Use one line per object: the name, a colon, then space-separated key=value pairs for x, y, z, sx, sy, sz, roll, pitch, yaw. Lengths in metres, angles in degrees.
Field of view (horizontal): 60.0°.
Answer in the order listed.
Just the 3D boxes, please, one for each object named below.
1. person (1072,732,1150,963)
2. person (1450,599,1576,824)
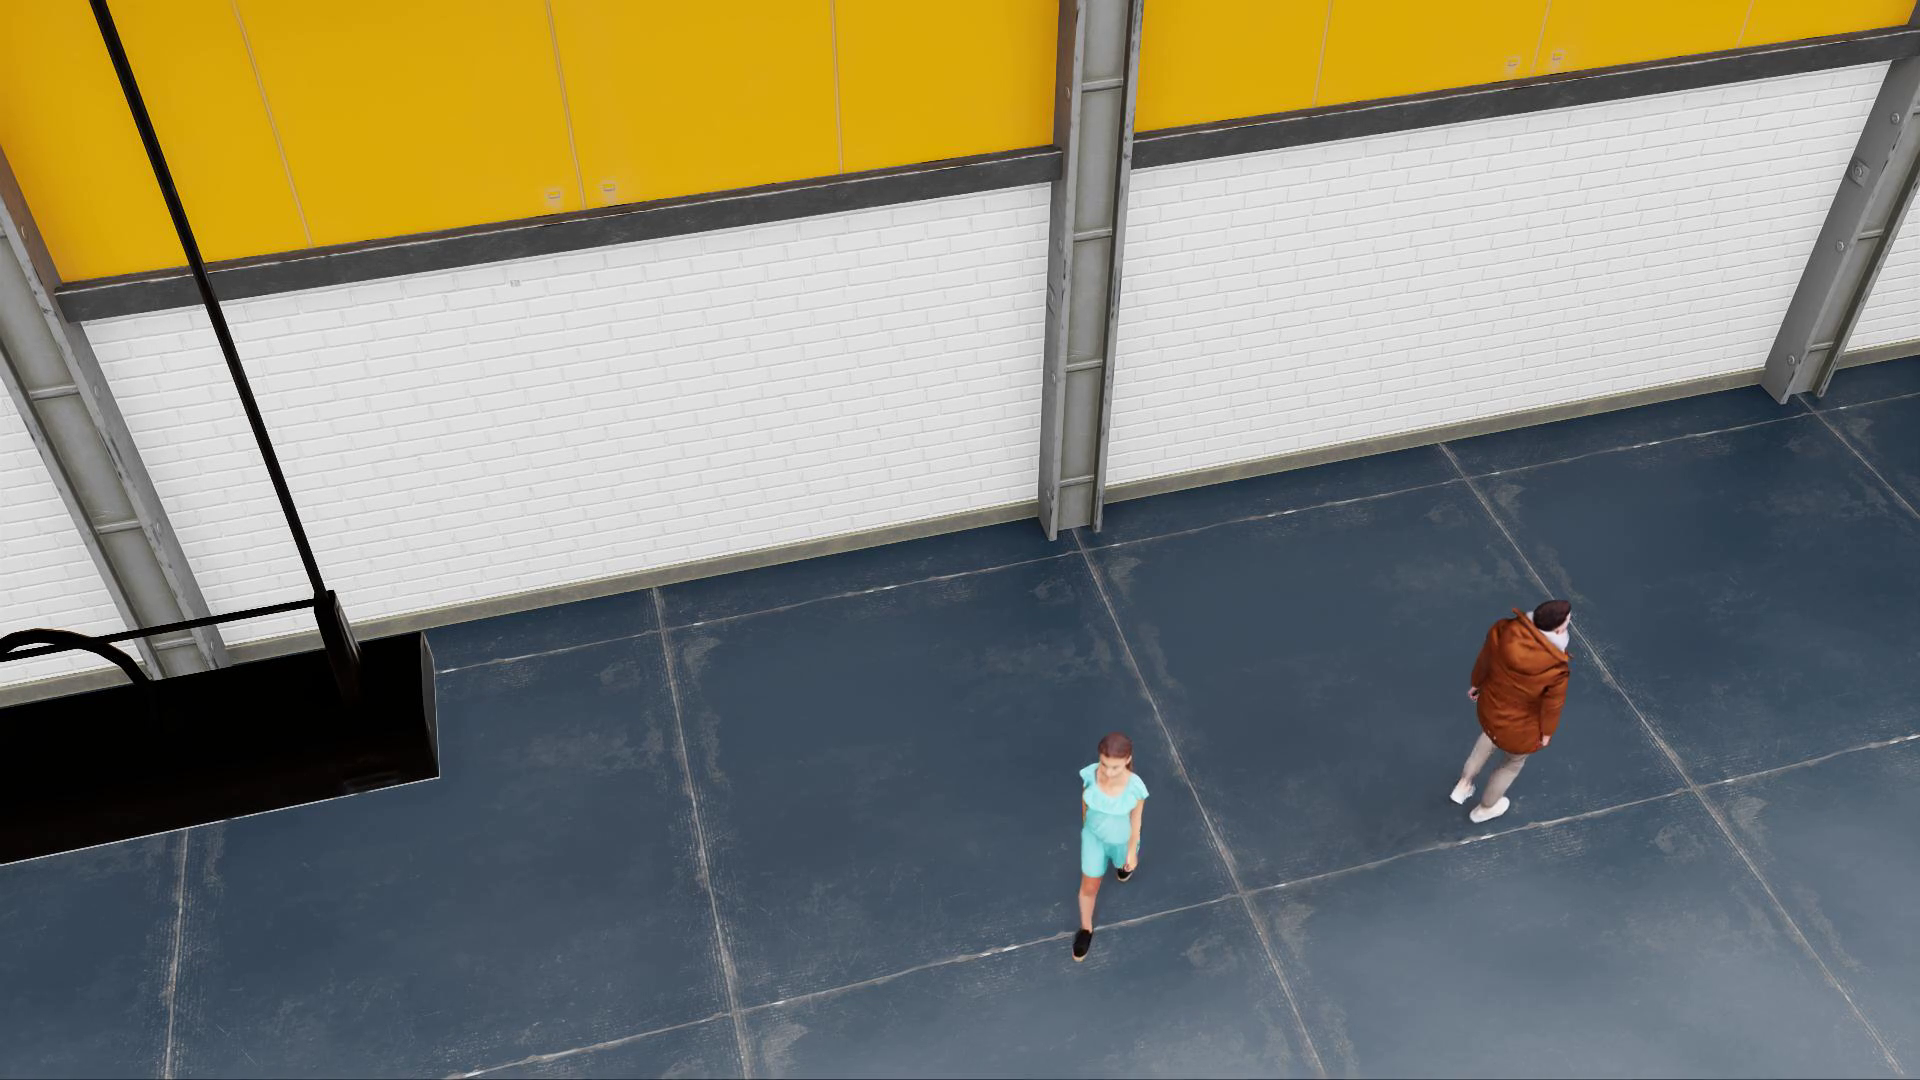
person: x=0.865 y=1.572 z=9.160 sx=1.053 sy=1.530 sz=1.016 roll=15 pitch=46 yaw=15
person: x=3.110 y=1.017 z=9.529 sx=0.828 sy=1.824 sz=0.815 roll=-24 pitch=48 yaw=-23
